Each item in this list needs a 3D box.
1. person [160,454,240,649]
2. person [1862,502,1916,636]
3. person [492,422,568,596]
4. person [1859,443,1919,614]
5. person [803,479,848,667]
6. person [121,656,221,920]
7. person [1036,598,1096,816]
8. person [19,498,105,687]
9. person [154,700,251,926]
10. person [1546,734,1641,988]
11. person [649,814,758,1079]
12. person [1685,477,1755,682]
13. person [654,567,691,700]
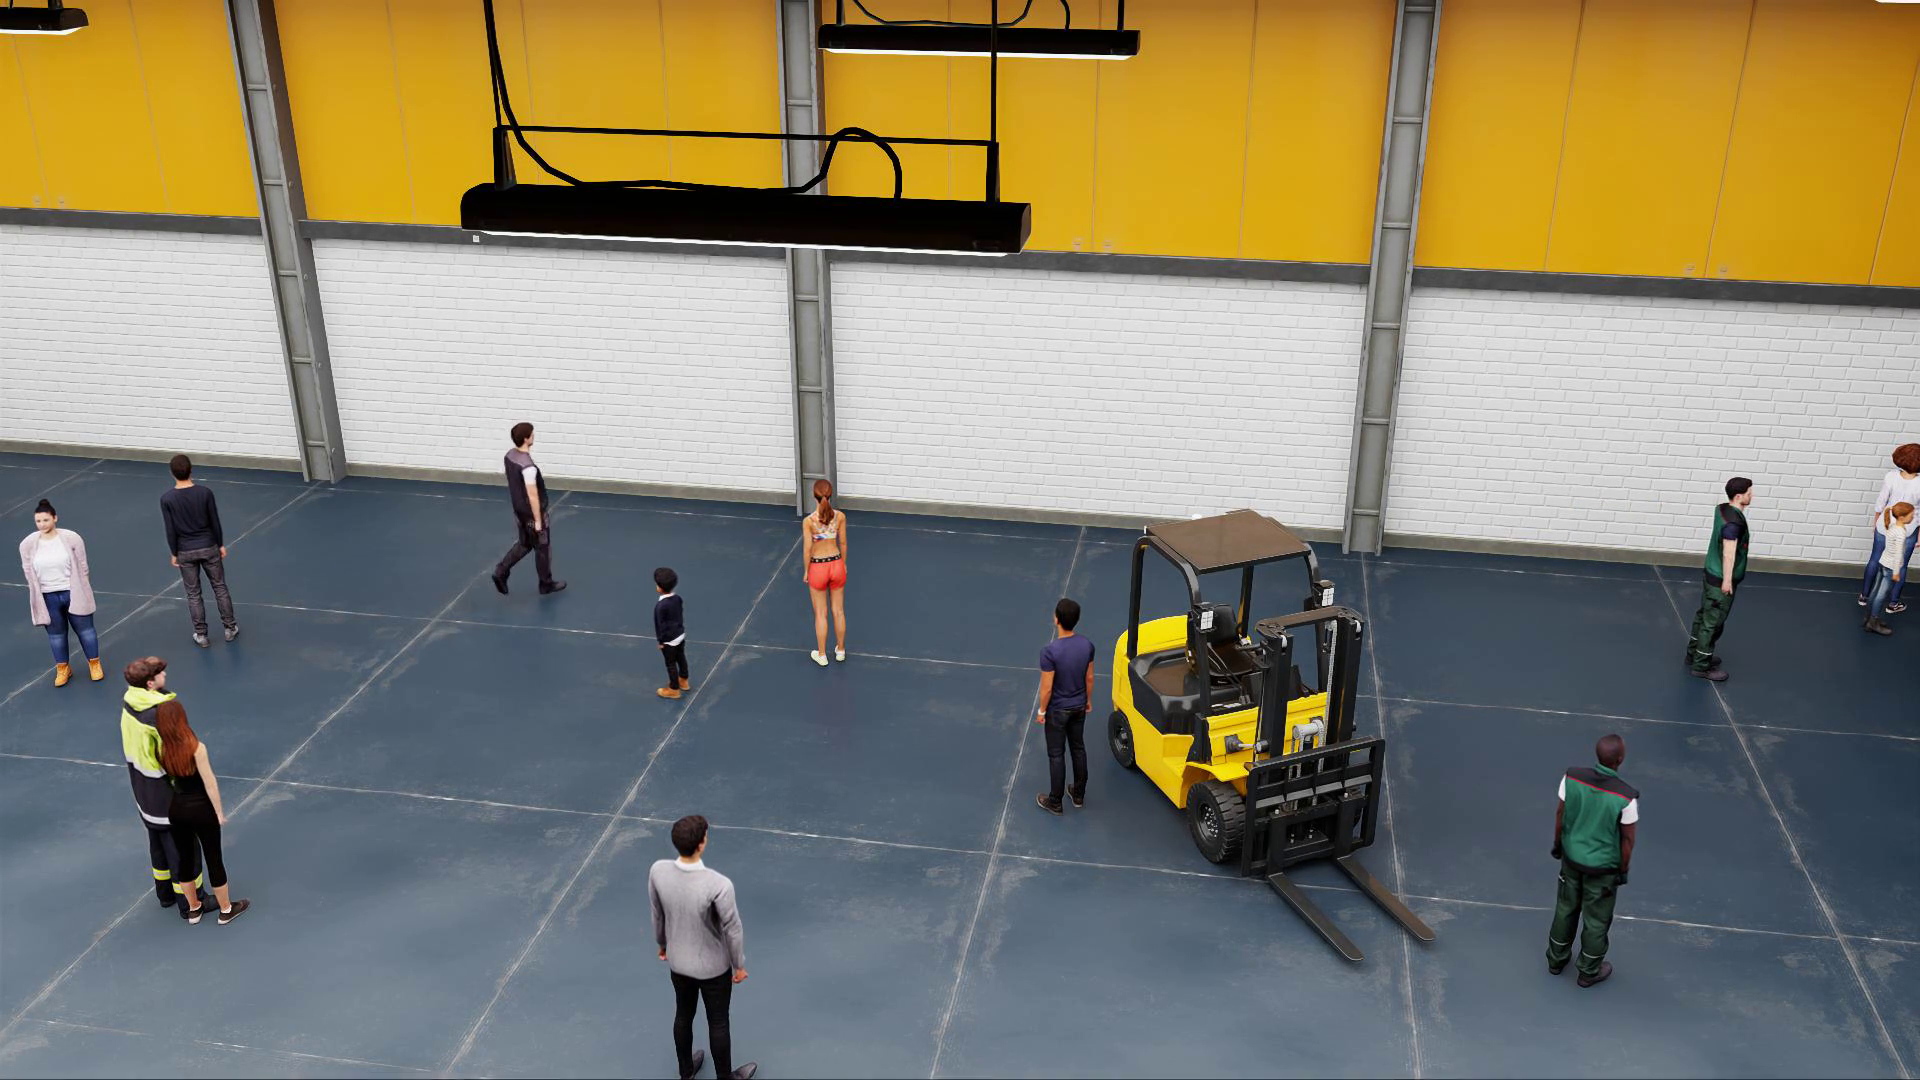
[{"bbox_3d":[-7.087,0.097,15.472,0.696,1.871,0.769,-14,27,-28],"label":"person"},{"bbox_3d":[8.828,0.251,15.812,0.505,1.316,0.486,6,24,14],"label":"person"},{"bbox_3d":[-4.314,-0.266,16.347,1.052,1.835,1.031,-19,30,-37],"label":"person"},{"bbox_3d":[9.137,-0.138,16.208,0.818,1.711,0.734,-21,31,-39],"label":"person"},{"bbox_3d":[-1.215,0.290,15.129,0.653,1.791,0.733,-9,25,-20],"label":"person"},{"bbox_3d":[-5.571,1.709,11.649,0.784,1.980,0.930,17,29,34],"label":"person"},{"bbox_3d":[0.818,1.284,12.856,0.683,1.792,0.769,-13,27,-27],"label":"person"},{"bbox_3d":[-8.003,0.453,14.818,0.748,1.743,0.855,-9,25,-19],"label":"person"},{"bbox_3d":[-5.348,1.888,11.556,0.451,1.726,0.621,3,24,7],"label":"person"},{"bbox_3d":[4.153,2.095,10.943,0.849,1.839,0.759,-21,31,-39],"label":"person"},{"bbox_3d":[-1.572,2.486,9.945,0.625,1.922,0.848,9,25,20],"label":"person"},{"bbox_3d":[6.840,0.315,14.938,0.562,1.900,0.688,5,24,12],"label":"person"},{"bbox_3d":[-2.543,0.807,14.656,0.542,1.223,0.550,11,26,24],"label":"person"}]
